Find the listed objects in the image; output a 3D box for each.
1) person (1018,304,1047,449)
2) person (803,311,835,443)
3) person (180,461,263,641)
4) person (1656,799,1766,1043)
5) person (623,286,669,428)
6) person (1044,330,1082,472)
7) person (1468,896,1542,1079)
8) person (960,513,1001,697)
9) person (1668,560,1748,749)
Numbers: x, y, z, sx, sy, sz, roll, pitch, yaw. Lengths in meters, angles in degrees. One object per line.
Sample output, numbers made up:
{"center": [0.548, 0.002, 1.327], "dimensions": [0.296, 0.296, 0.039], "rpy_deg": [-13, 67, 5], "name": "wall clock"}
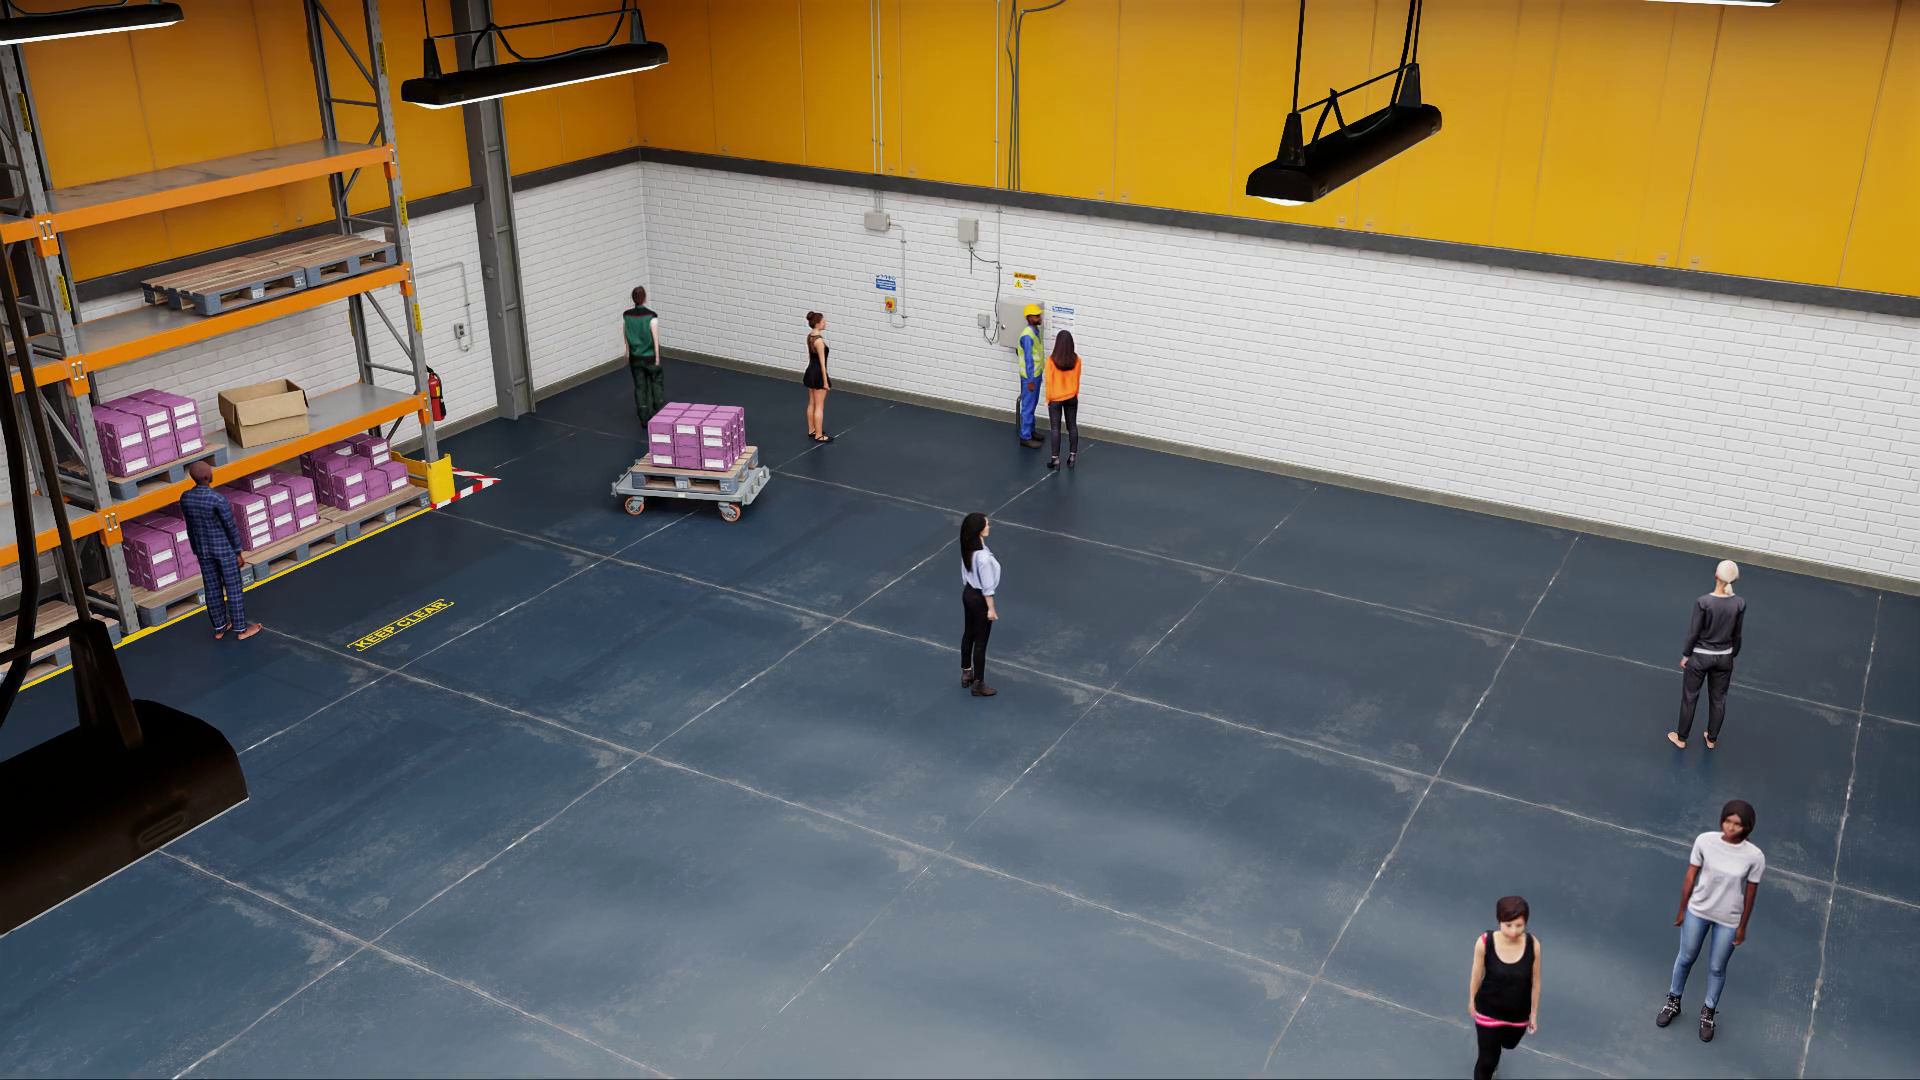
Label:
{"center": [0.900, -2.081, 20.865], "dimensions": [0.777, 1.813, 0.608], "rpy_deg": [7, 24, 15], "name": "person"}
{"center": [-1.804, -2.079, 21.032], "dimensions": [0.719, 1.674, 0.679], "rpy_deg": [-11, 26, -23], "name": "person"}
{"center": [-7.100, 0.095, 15.879], "dimensions": [0.742, 1.820, 0.732], "rpy_deg": [3, 24, 8], "name": "person"}
{"center": [4.842, 2.421, 10.683], "dimensions": [0.588, 1.719, 0.532], "rpy_deg": [15, 28, 30], "name": "person"}
{"center": [-4.101, -2.338, 21.443], "dimensions": [0.850, 1.820, 1.014], "rpy_deg": [4, 24, 10], "name": "person"}
{"center": [1.245, -1.696, 20.065], "dimensions": [0.691, 1.748, 0.767], "rpy_deg": [-8, 25, -17], "name": "person"}
{"center": [3.292, 2.785, 10.095], "dimensions": [0.846, 1.523, 1.082], "rpy_deg": [1, 24, 3], "name": "person"}
{"center": [0.153, 0.564, 14.899], "dimensions": [0.750, 1.744, 0.732], "rpy_deg": [-11, 26, -24], "name": "person"}
{"center": [6.328, 0.961, 14.013], "dimensions": [0.675, 1.726, 0.662], "rpy_deg": [2, 24, 4], "name": "person"}
